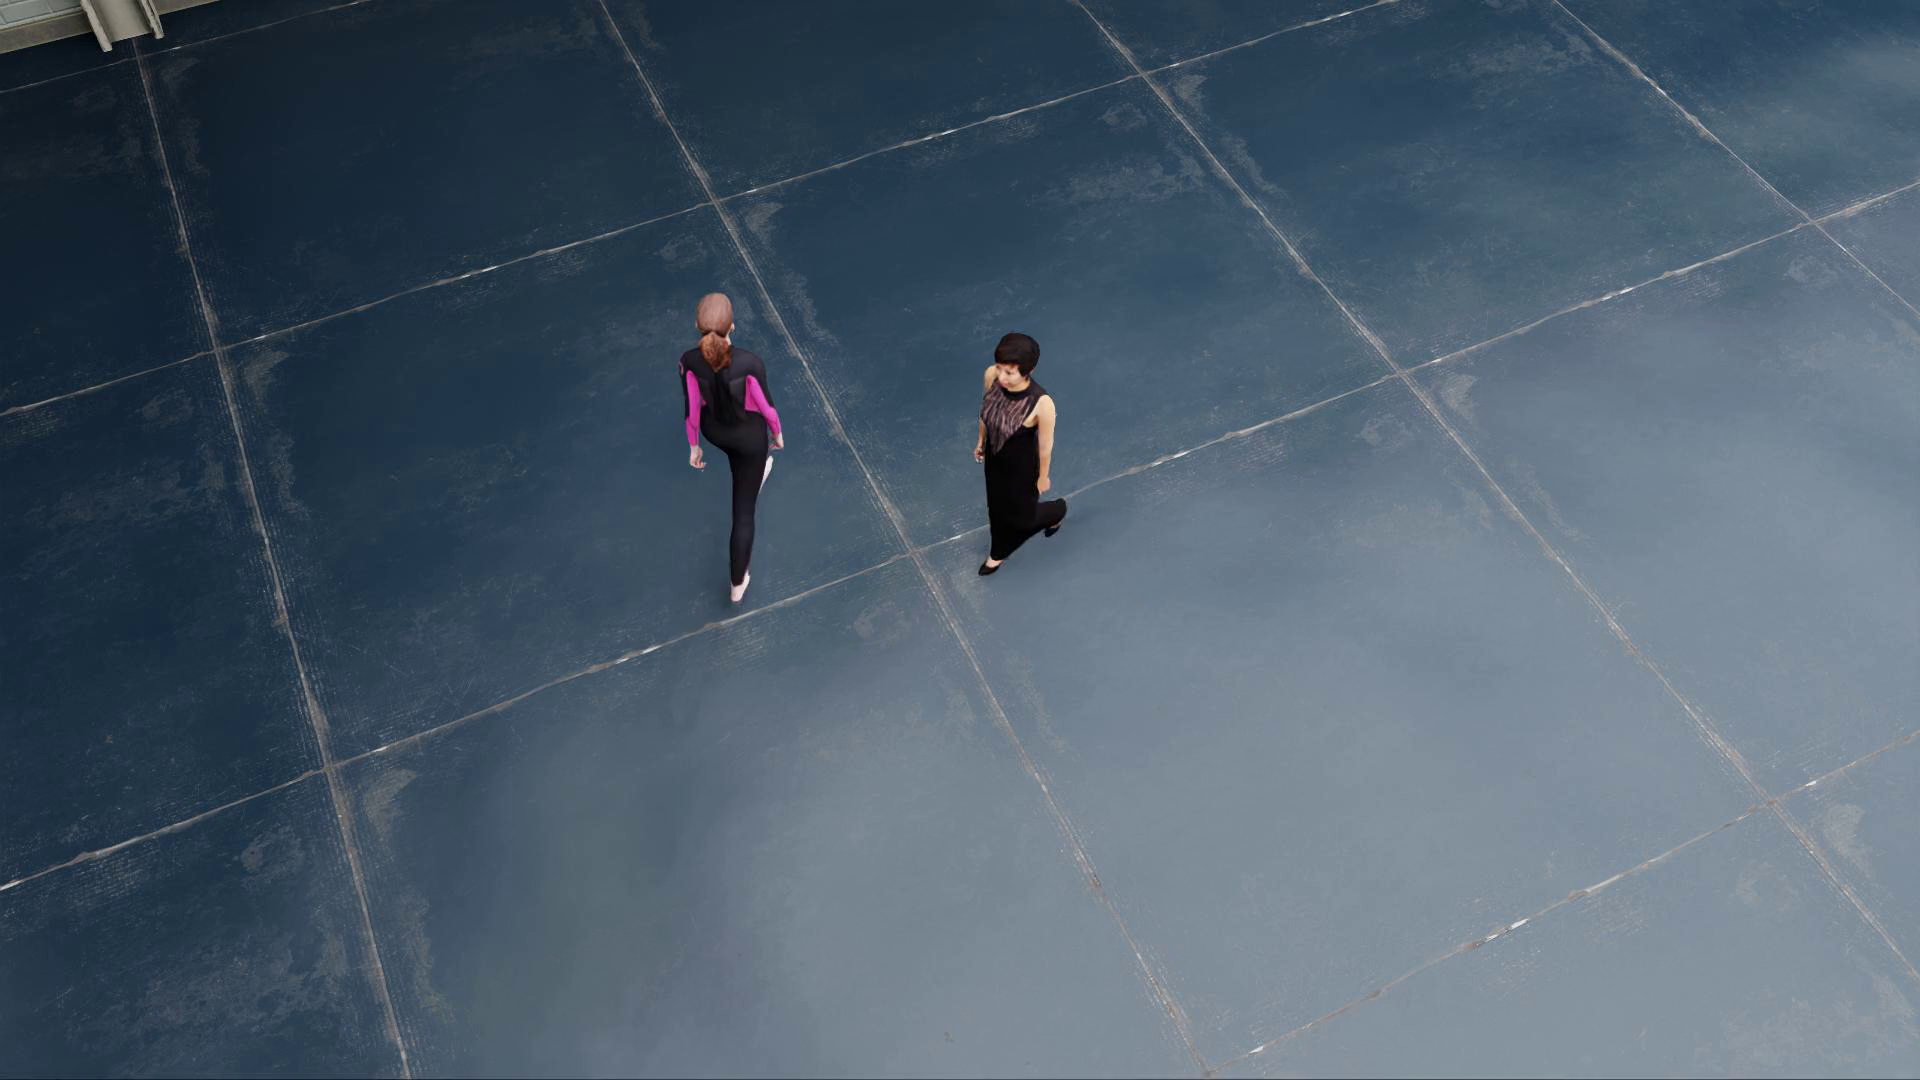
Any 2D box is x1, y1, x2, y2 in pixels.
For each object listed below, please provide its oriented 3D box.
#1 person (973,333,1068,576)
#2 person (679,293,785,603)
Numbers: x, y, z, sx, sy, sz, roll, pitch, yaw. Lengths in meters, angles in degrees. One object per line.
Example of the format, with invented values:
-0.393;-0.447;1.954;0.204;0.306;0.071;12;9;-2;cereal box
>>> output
0.311;-0.426;7.941;0.831;1.590;0.712;-38;61;-25;person
-1.079;-0.411;7.863;1.166;1.696;1.068;6;52;4;person
